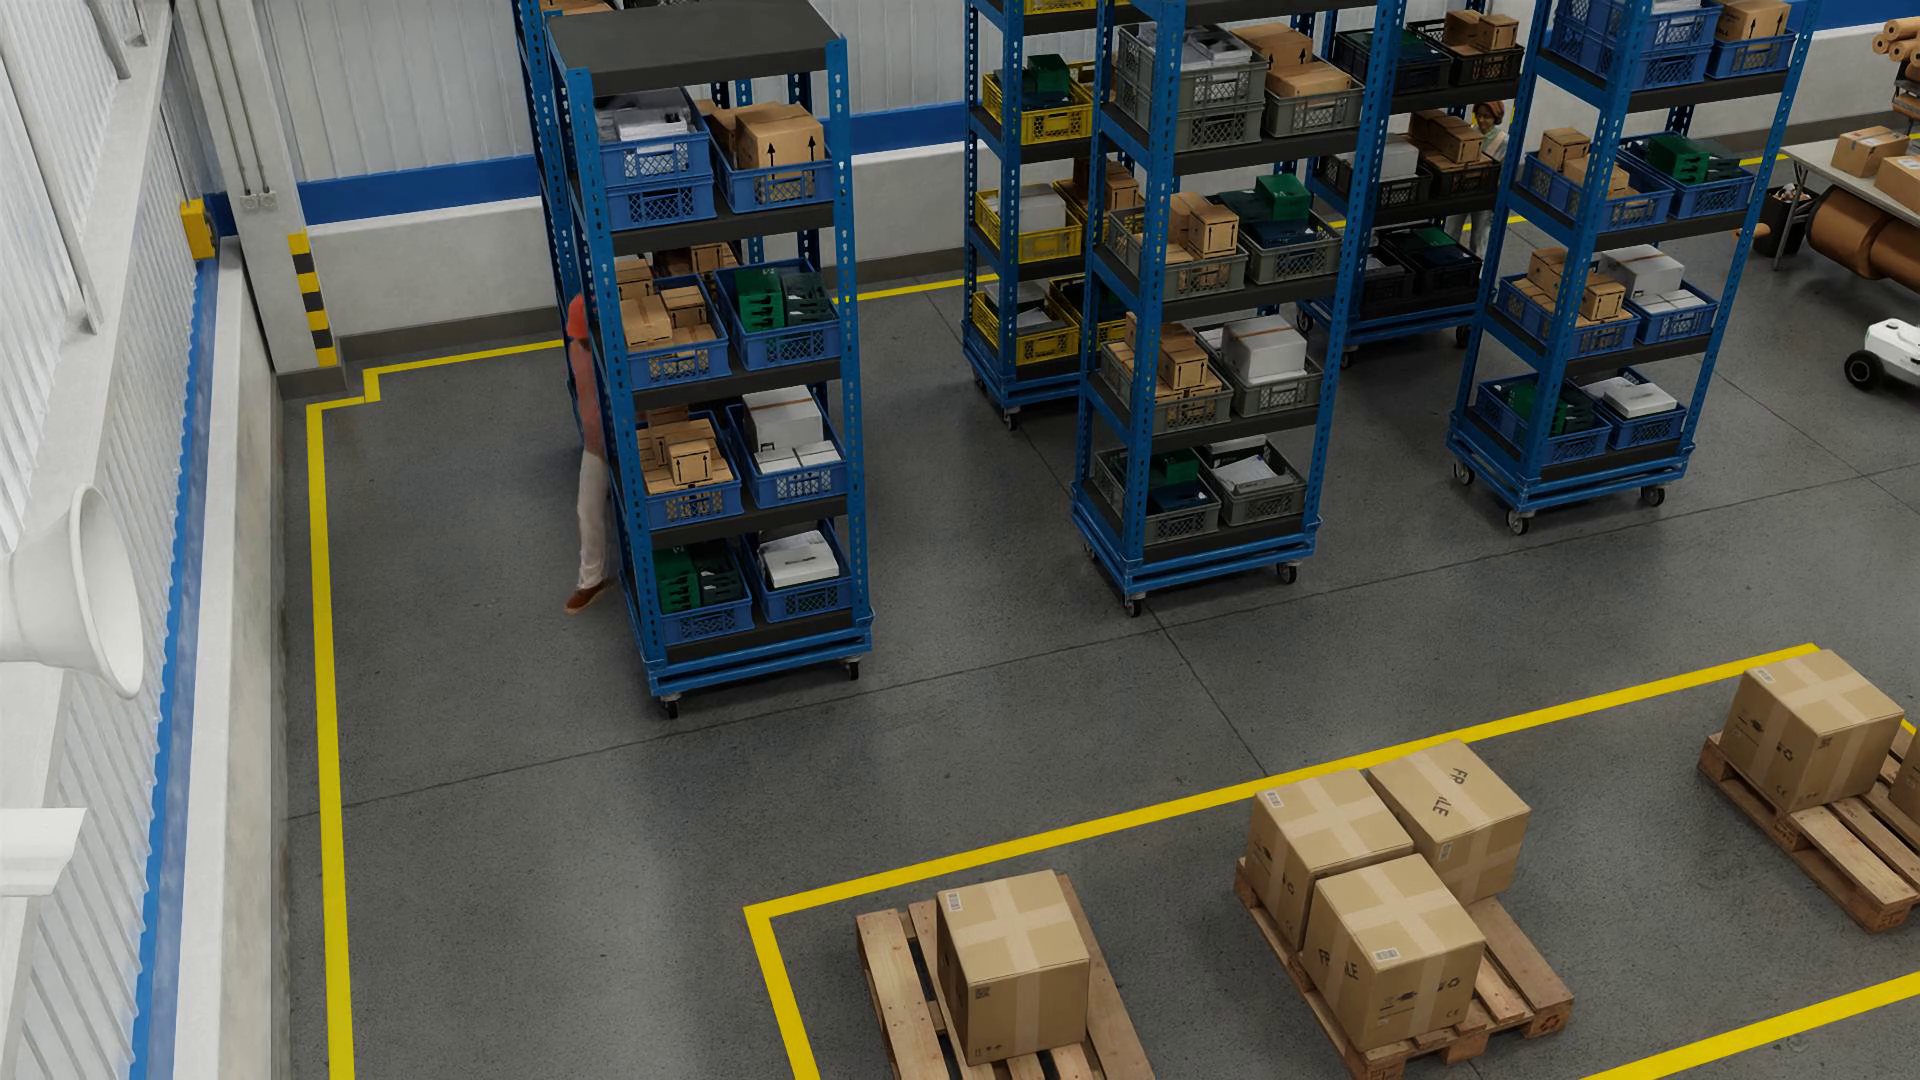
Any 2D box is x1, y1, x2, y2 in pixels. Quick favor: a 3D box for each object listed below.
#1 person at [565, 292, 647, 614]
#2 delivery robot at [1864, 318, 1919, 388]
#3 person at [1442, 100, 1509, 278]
[{"bbox_3d":[-1.894,-0.570,9.402,0.602,1.960,0.956,20,40,25],"label":"person"},{"bbox_3d":[6.659,-1.279,11.523,0.477,0.478,0.707,-18,39,-23],"label":"delivery robot"},{"bbox_3d":[3.823,-2.526,12.433,0.519,1.640,0.307,22,41,27],"label":"person"}]
